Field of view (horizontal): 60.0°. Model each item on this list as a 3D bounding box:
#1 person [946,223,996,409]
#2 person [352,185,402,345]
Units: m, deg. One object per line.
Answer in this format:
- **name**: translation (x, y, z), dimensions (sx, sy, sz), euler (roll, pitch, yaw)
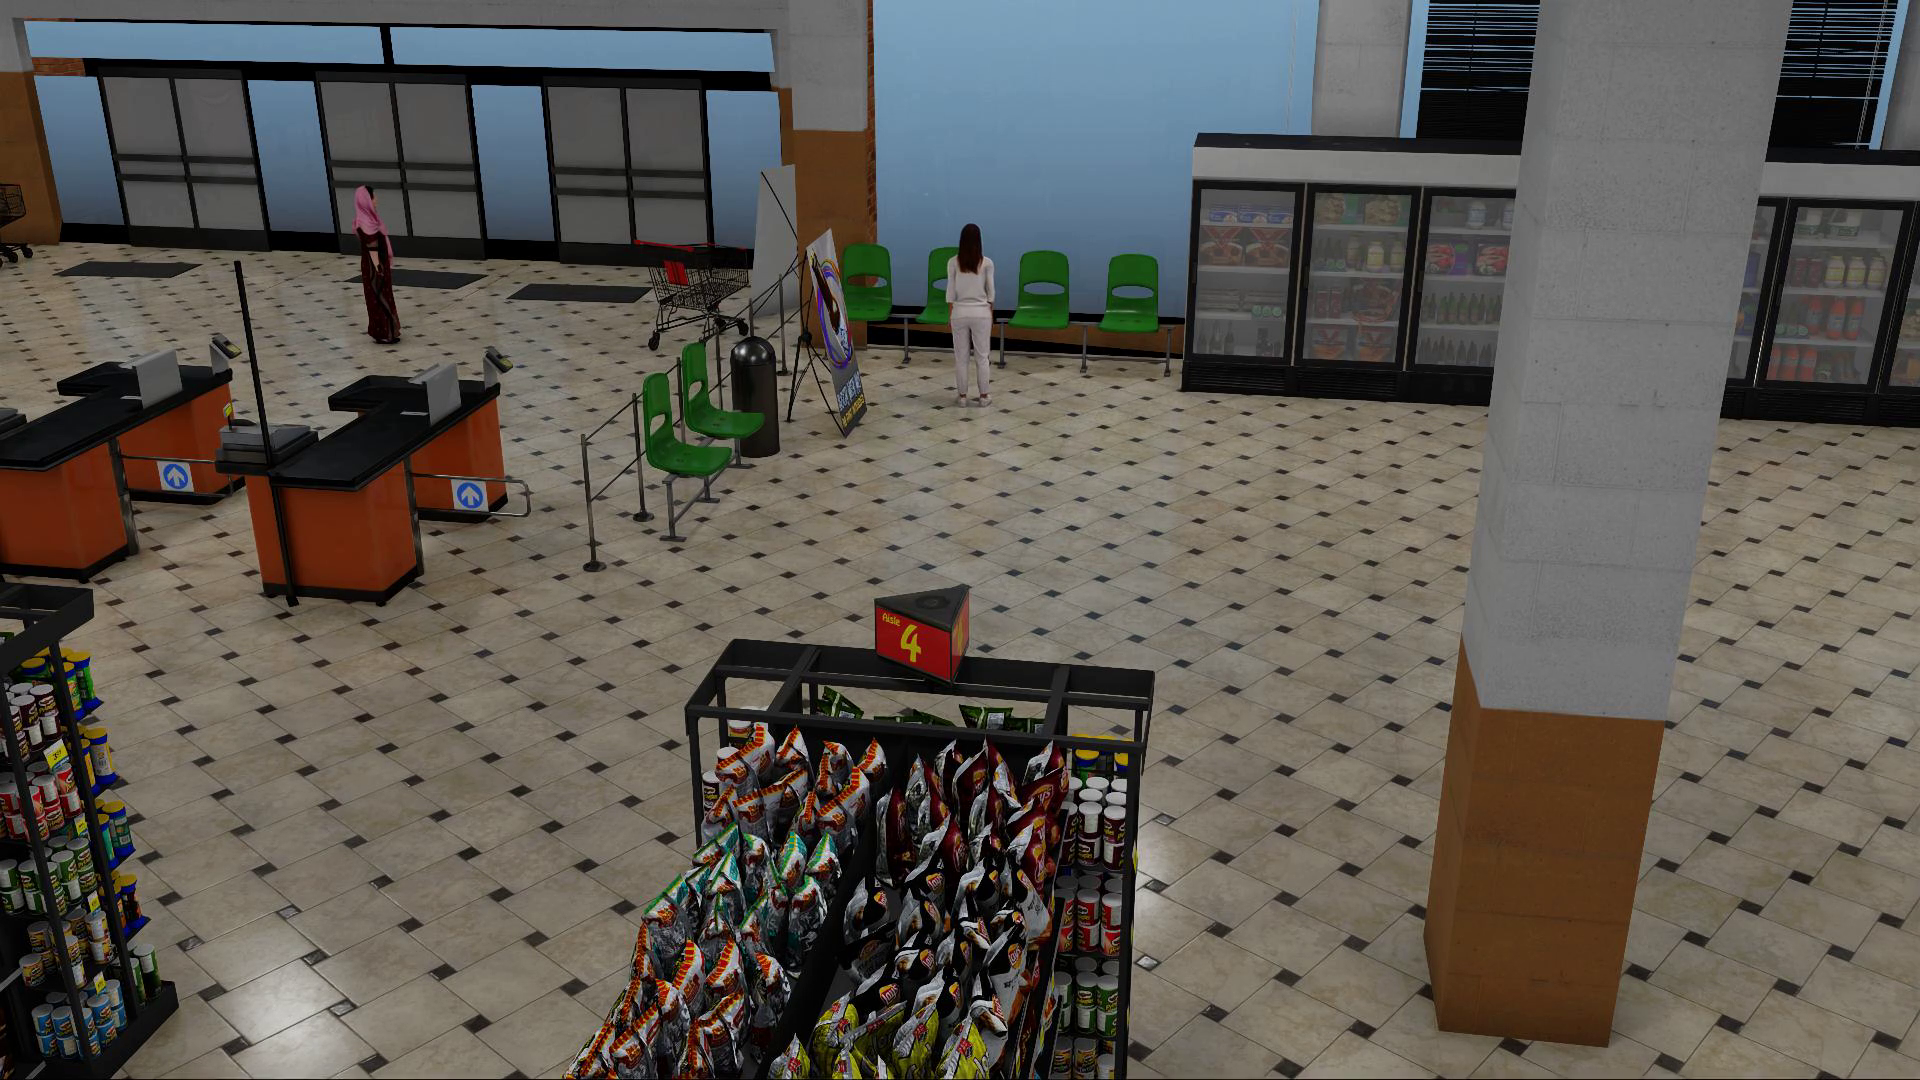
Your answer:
- **person**: translation (0.103, -2.045, 15.167), dimensions (0.613, 1.688, 0.563), euler (2, 22, 4)
- **person**: translation (-6.076, -2.862, 17.268), dimensions (0.817, 1.637, 0.699), euler (-6, 23, -15)
